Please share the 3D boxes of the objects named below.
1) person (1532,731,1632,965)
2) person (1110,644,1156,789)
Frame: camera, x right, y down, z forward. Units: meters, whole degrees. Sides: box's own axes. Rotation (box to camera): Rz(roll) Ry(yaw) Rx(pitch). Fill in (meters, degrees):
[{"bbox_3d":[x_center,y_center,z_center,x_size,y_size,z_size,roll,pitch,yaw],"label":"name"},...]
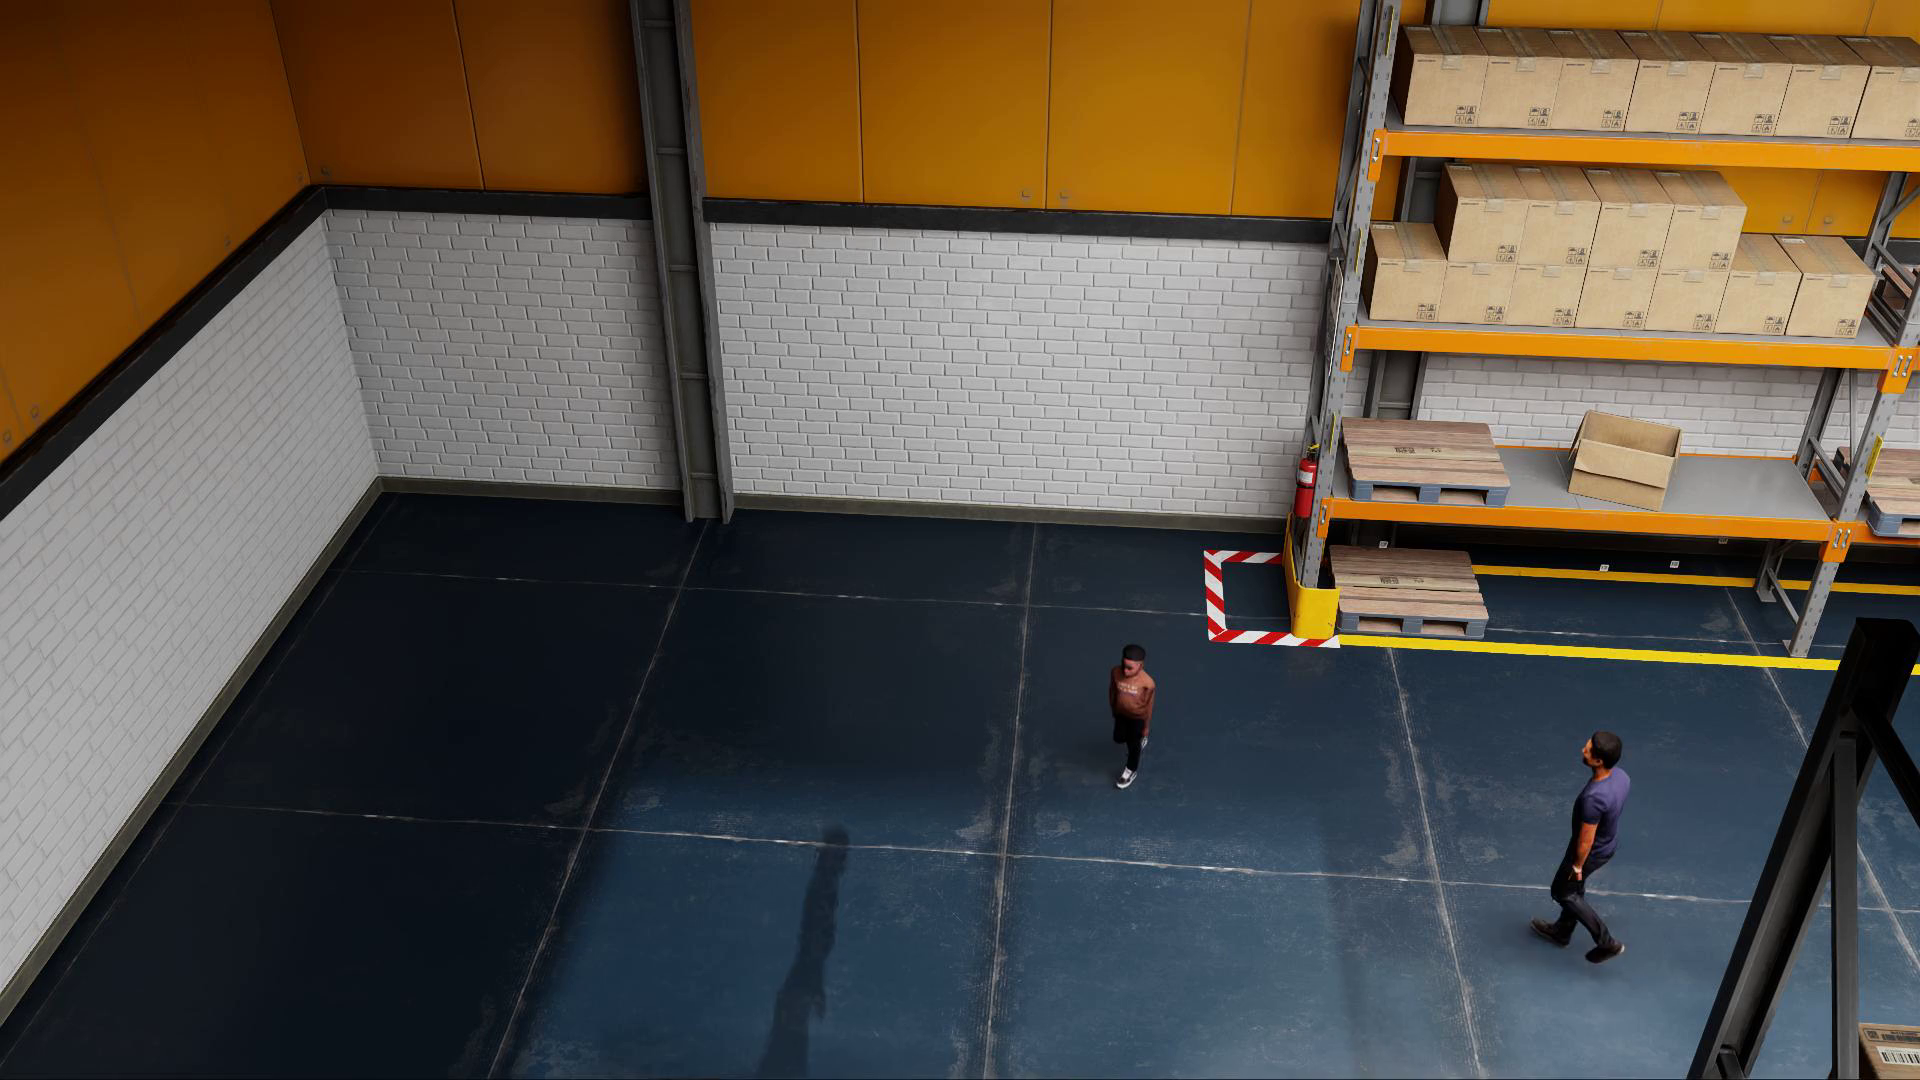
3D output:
[{"bbox_3d":[4.034,1.973,10.424,0.981,1.773,0.889,25,41,32],"label":"person"},{"bbox_3d":[1.297,1.218,12.045,0.703,1.236,0.740,21,39,28],"label":"person"}]
